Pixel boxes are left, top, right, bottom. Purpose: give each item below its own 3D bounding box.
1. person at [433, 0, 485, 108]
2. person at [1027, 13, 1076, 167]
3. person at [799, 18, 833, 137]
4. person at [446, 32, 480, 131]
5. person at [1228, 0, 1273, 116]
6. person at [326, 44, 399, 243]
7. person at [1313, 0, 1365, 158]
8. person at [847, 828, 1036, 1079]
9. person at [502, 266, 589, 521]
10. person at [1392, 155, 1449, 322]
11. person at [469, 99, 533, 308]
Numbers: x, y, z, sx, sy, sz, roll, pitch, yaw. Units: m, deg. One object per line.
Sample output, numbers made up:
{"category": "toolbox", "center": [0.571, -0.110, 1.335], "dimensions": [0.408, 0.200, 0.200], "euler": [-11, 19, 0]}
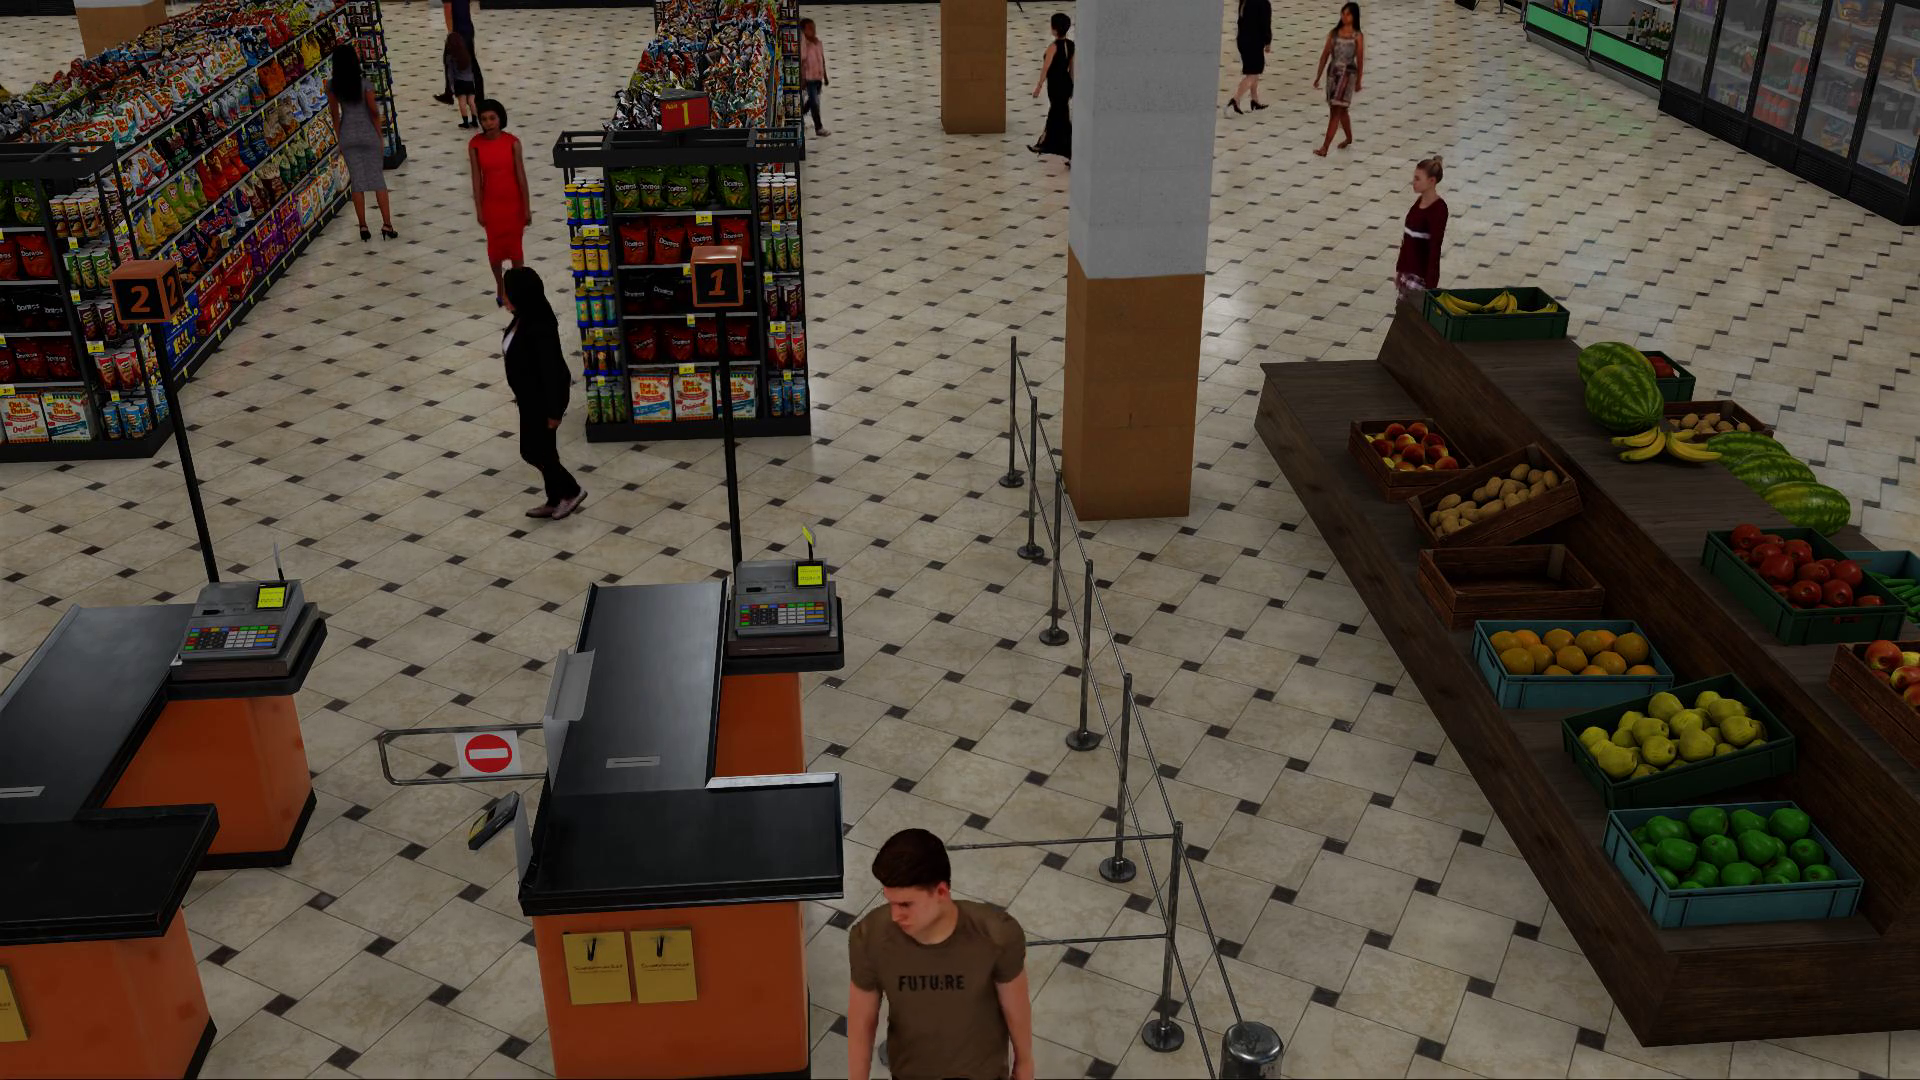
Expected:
{"category": "person", "center": [-5.996, -6.131, 20.169], "dimensions": [1.003, 1.768, 1.001], "euler": [13, 30, 24]}
{"category": "person", "center": [1.115, -4.714, 17.610], "dimensions": [1.065, 1.557, 1.030], "euler": [19, 32, 32]}
{"category": "person", "center": [-1.723, -5.319, 19.091], "dimensions": [0.872, 1.295, 0.846], "euler": [19, 32, 32]}
{"category": "person", "center": [-5.792, -5.352, 19.369], "dimensions": [0.588, 1.103, 0.537], "euler": [24, 35, 39]}
{"category": "person", "center": [3.460, -5.920, 19.877], "dimensions": [0.958, 1.656, 0.962], "euler": [-13, 30, -23]}
{"category": "person", "center": [-5.481, -3.617, 15.197], "dimensions": [0.573, 1.781, 0.511], "euler": [-2, 27, -4]}
{"category": "person", "center": [4.199, -5.016, 18.163], "dimensions": [1.133, 1.594, 1.141], "euler": [24, 35, 39]}
{"category": "person", "center": [-0.003, 1.543, 4.991], "dimensions": [0.799, 1.810, 0.886], "euler": [1, 27, 2]}
{"category": "person", "center": [-2.433, -0.867, 9.967], "dimensions": [0.830, 1.608, 0.711], "euler": [-14, 30, -25]}
{"category": "person", "center": [3.365, -1.860, 11.939], "dimensions": [0.674, 1.595, 0.656], "euler": [-2, 27, -4]}
{"category": "person", "center": [-3.691, -2.711, 13.464], "dimensions": [0.633, 1.733, 0.648], "euler": [-8, 28, -16]}
